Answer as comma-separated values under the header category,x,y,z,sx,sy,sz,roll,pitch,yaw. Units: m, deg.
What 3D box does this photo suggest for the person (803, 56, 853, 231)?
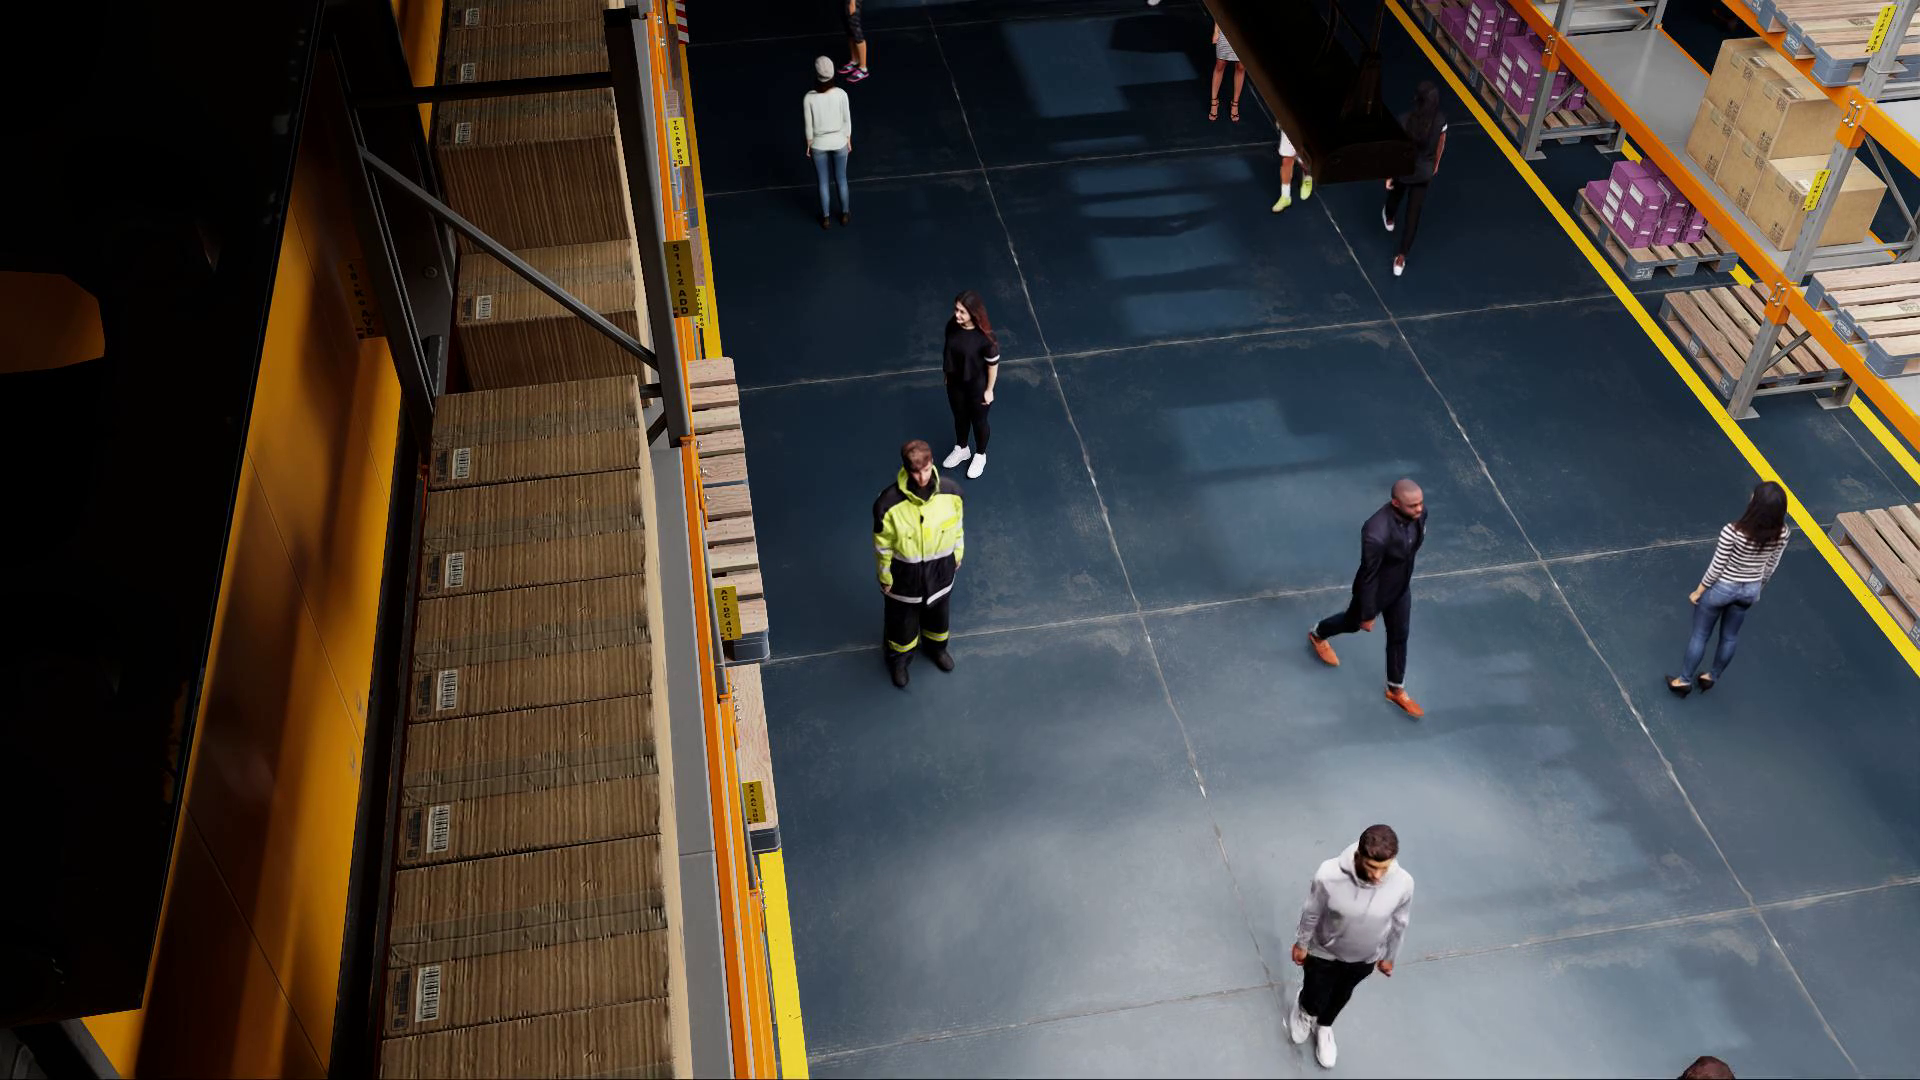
category,x,y,z,sx,sy,sz,roll,pitch,yaw
person,-1.161,-3.521,14.713,0.570,1.654,0.500,-9,44,-9

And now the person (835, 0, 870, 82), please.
category,x,y,z,sx,sy,sz,roll,pitch,yaw
person,-1.101,-5.482,16.720,0.681,1.725,0.563,-21,47,-20

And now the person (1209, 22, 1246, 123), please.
category,x,y,z,sx,sy,sz,roll,pitch,yaw
person,2.653,-4.901,16.039,0.645,1.822,0.616,4,44,4

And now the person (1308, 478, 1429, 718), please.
category,x,y,z,sx,sy,sz,roll,pitch,yaw
person,2.624,0.273,10.642,1.071,1.776,1.314,-27,50,-26

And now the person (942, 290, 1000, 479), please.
category,x,y,z,sx,sy,sz,roll,pitch,yaw
person,0.076,-1.167,12.253,0.712,1.638,0.770,25,49,24

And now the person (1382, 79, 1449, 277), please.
category,x,y,z,sx,sy,sz,roll,pitch,yaw
person,3.868,-3.061,14.205,0.890,1.689,1.235,7,44,7

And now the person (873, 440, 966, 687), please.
category,x,y,z,sx,sy,sz,roll,pitch,yaw
person,-0.254,0.123,10.651,0.827,1.980,0.729,-16,46,-16

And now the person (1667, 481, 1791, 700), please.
category,x,y,z,sx,sy,sz,roll,pitch,yaw
person,4.882,0.337,10.561,0.606,1.795,0.547,-1,44,-1

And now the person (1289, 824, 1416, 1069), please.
category,x,y,z,sx,sy,sz,roll,pitch,yaw
person,1.998,2.022,8.701,0.753,1.921,0.722,1,44,1
